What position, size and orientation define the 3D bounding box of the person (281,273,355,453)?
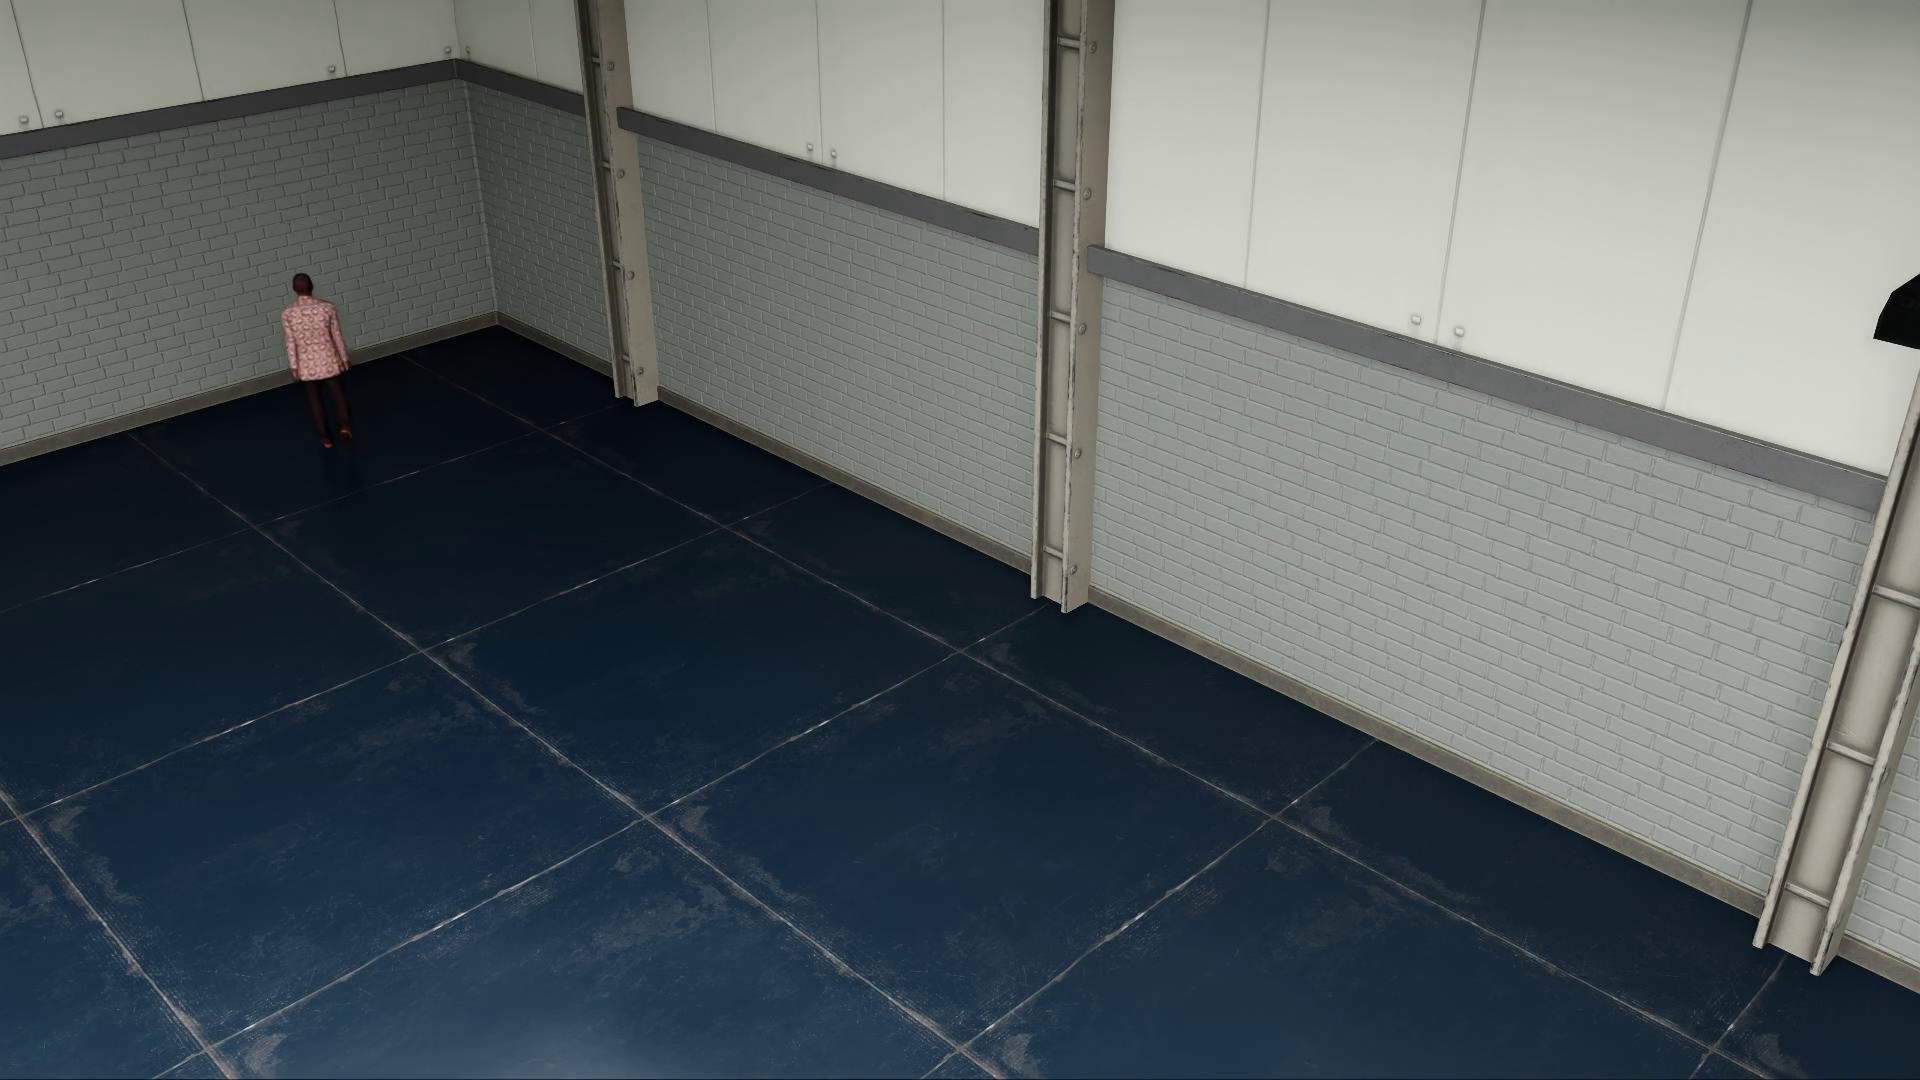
[{"bbox_3d":[-6.149,-1.660,15.968,0.881,1.790,1.036,-13,31,-23],"label":"person"}]
